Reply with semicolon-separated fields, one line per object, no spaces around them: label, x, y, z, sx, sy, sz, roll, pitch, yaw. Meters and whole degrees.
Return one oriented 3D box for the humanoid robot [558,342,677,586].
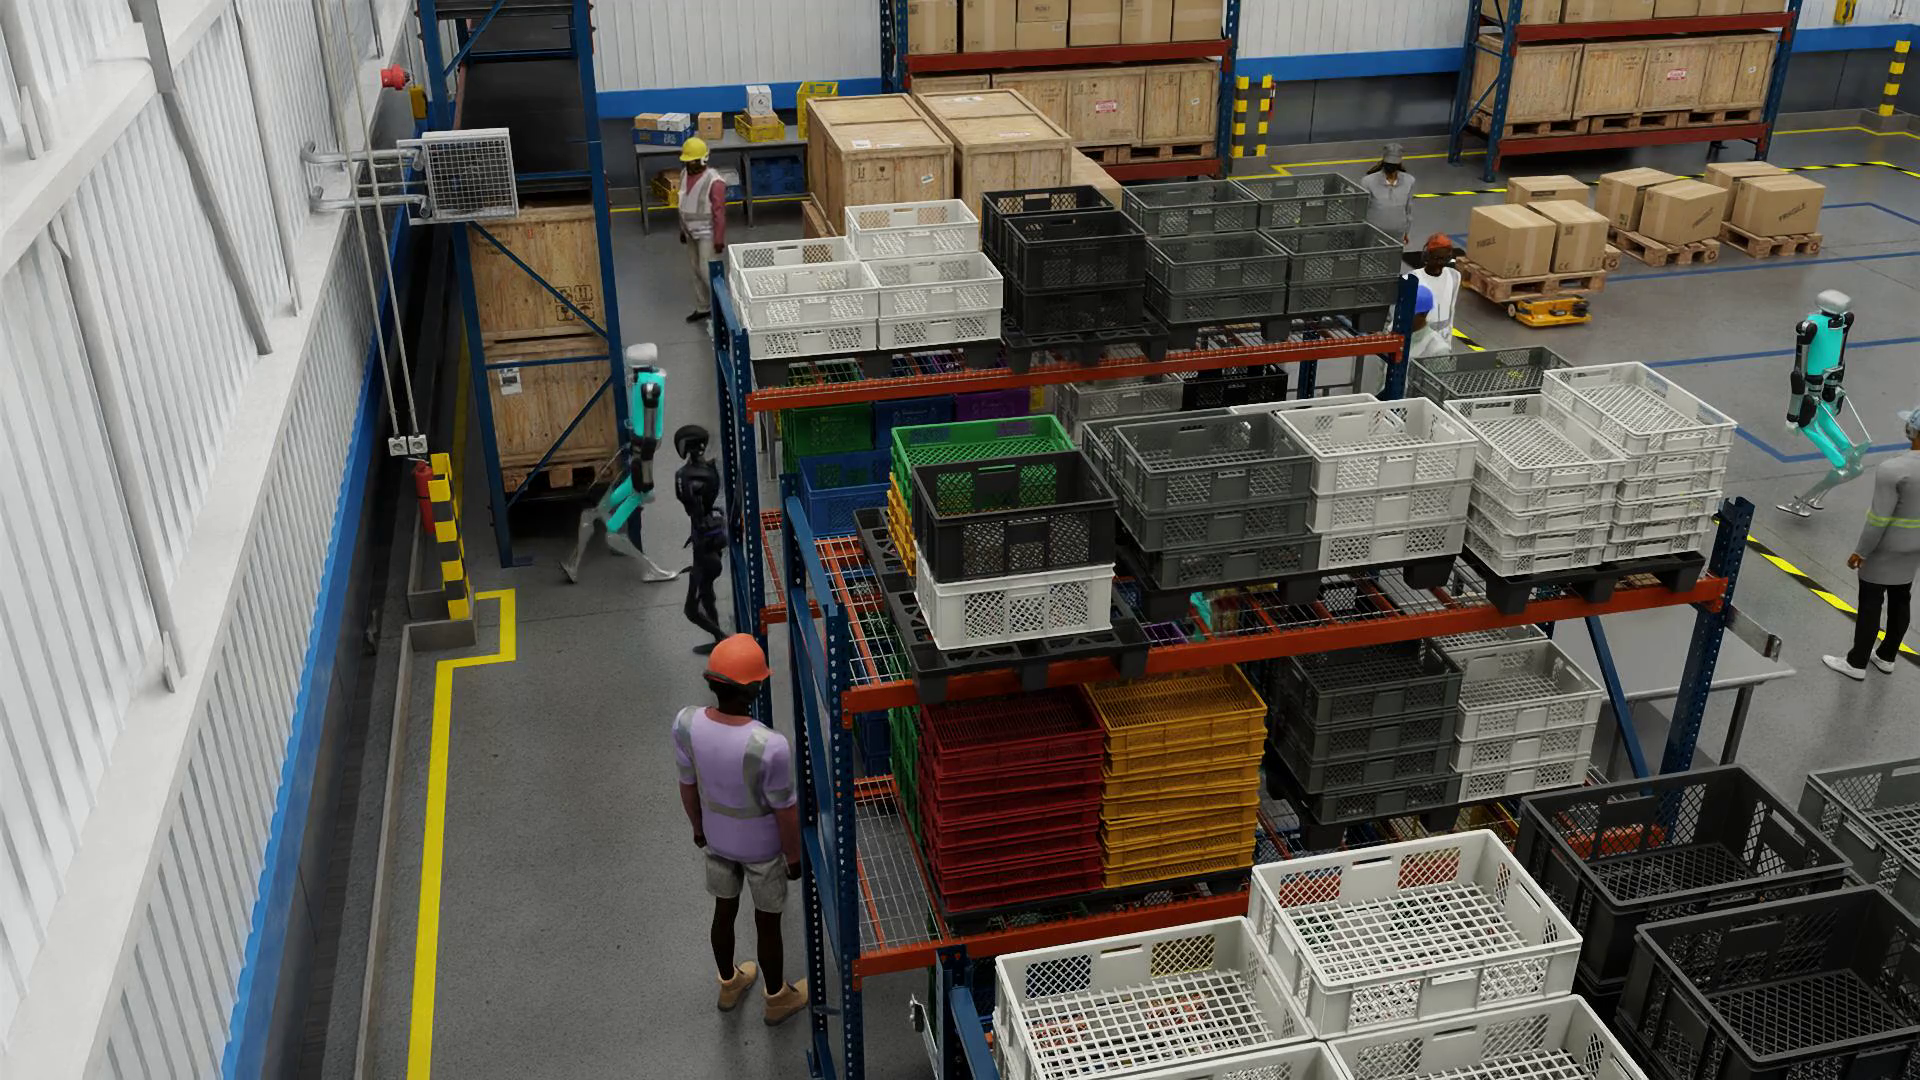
humanoid robot;-2.429;-0.450;11.341;0.964;1.776;0.557;-6;28;-12

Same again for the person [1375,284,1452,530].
person;3.213;-0.926;12.013;0.411;1.939;0.611;-14;31;-25

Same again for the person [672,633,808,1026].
person;-0.976;1.339;7.616;0.604;2.034;0.385;13;30;23

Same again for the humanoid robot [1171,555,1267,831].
humanoid robot;1.405;0.858;8.845;0.957;1.739;0.538;5;28;10

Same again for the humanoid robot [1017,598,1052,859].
humanoid robot;0.639;1.012;8.566;0.902;1.731;0.537;-8;29;-15

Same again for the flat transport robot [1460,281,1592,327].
flat transport robot;5.670;-2.496;16.753;0.652;0.197;1.431;-7;29;-14

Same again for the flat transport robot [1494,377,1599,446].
flat transport robot;4.780;-1.036;14.013;0.659;0.231;1.431;-6;28;-12

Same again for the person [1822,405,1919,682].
person;5.790;0.005;10.339;0.596;1.850;0.397;-8;29;-15

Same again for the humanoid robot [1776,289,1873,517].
humanoid robot;6.380;-0.939;12.105;0.533;1.680;0.735;-15;31;-26

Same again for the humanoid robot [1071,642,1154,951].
humanoid robot;0.671;1.377;7.889;0.549;1.803;0.797;8;29;15

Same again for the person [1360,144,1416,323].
person;4.069;-2.957;16.046;0.571;1.767;0.395;-3;28;-6

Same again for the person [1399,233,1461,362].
person;3.665;-1.519;13.198;0.583;1.881;0.337;-11;30;-21

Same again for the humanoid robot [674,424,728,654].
humanoid robot;-1.605;0.019;10.495;0.372;1.643;0.589;-5;28;-9

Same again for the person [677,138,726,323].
person;-2.487;-2.963;16.009;0.594;1.824;0.404;25;36;38

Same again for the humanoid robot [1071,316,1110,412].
humanoid robot;0.993;-1.169;12.750;0.359;1.644;0.590;-12;30;-21
